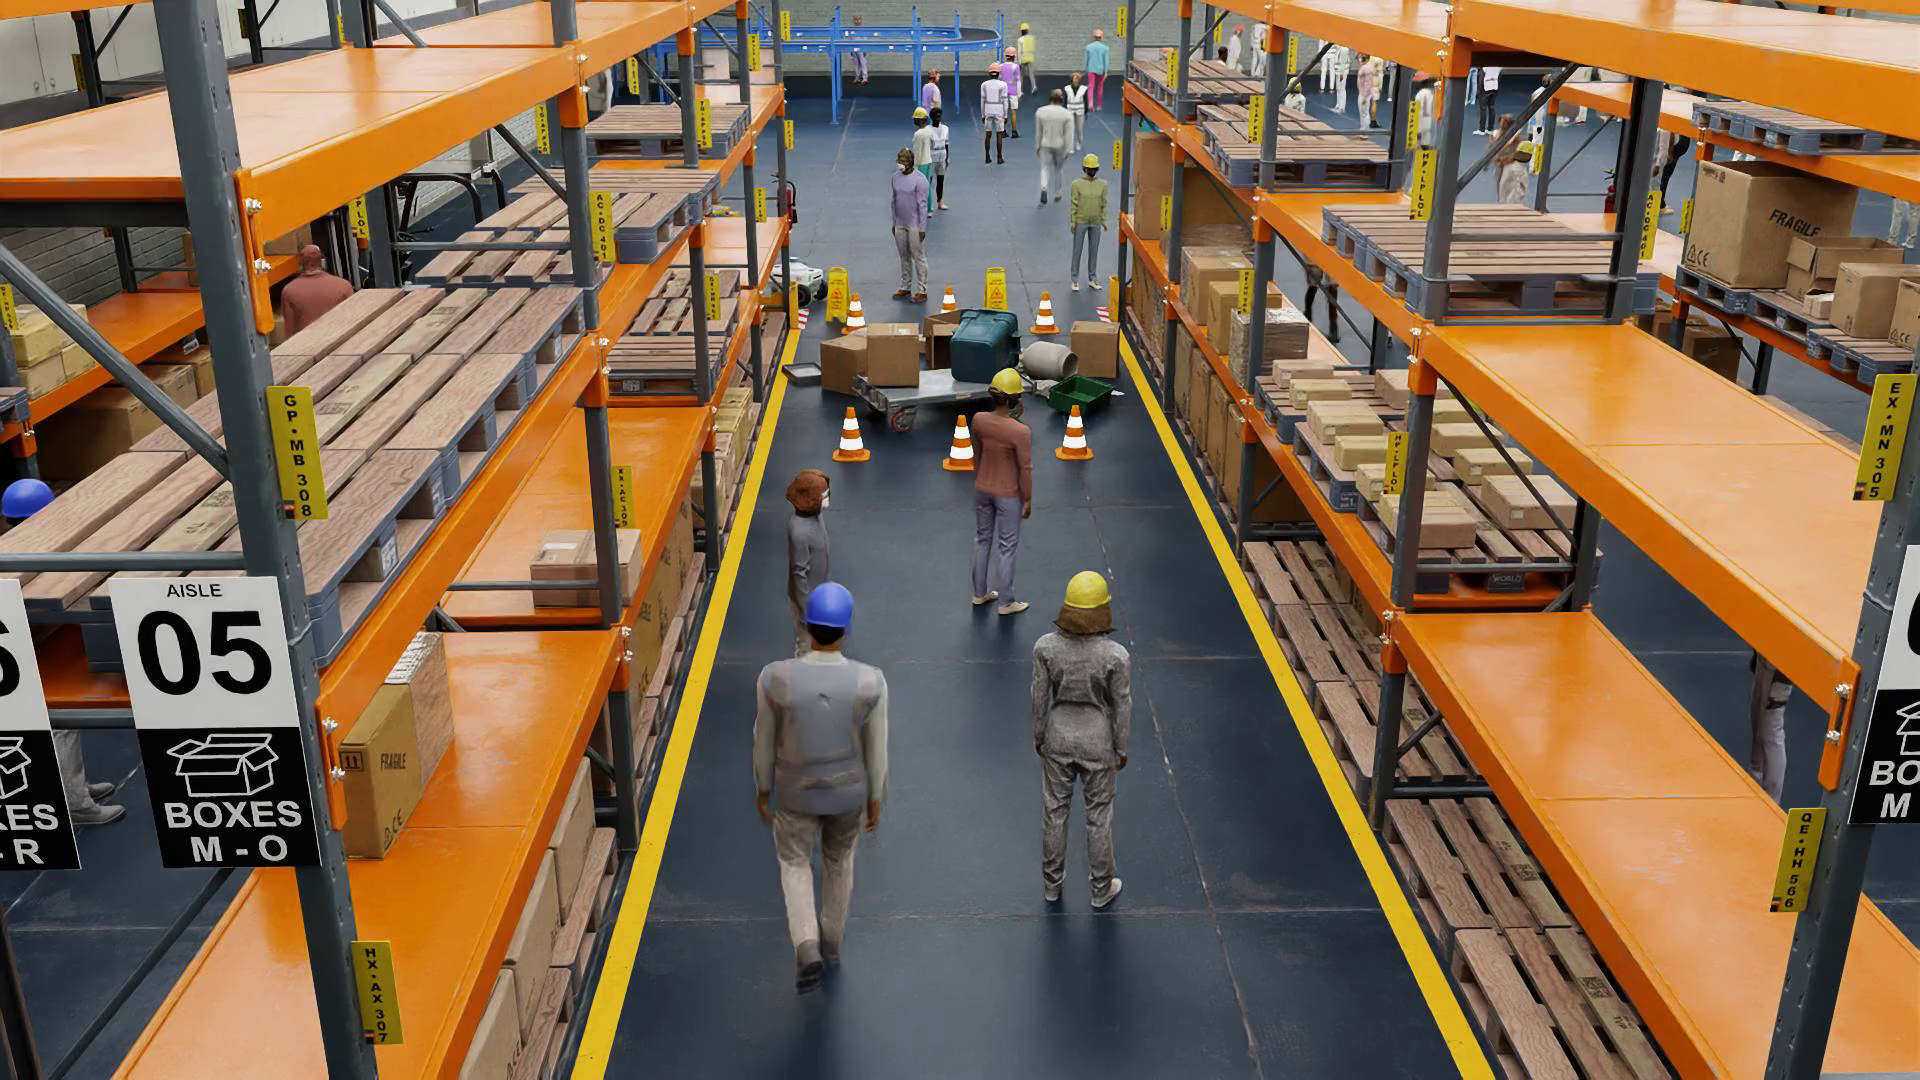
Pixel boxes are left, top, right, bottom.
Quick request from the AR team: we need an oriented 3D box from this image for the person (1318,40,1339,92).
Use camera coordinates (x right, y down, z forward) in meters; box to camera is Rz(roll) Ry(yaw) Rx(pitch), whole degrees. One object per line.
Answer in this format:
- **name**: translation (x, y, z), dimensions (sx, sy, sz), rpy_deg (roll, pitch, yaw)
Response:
- **person**: translation (10.104, -13.231, 45.544), dimensions (0.584, 1.882, 0.337), rpy_deg (4, 21, 10)

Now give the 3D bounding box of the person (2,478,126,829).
- **person**: translation (-4.840, 0.602, 8.890), dimensions (0.396, 1.946, 0.617), rpy_deg (-13, 24, -31)

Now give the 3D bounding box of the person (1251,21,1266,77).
- **person**: translation (8.783, -14.489, 48.923), dimensions (0.408, 1.871, 0.663), rpy_deg (-14, 25, -33)

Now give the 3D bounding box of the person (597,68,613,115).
- **person**: translation (-7.885, -9.904, 36.797), dimensions (0.371, 1.851, 0.567), rpy_deg (-16, 26, -37)

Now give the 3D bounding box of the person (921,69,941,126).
- **person**: translation (-0.553, -8.186, 32.258), dimensions (0.391, 1.848, 0.563), rpy_deg (-10, 23, -25)

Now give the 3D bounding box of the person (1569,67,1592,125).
- **person**: translation (14.479, -10.491, 38.664), dimensions (0.292, 1.625, 0.504), rpy_deg (18, 27, 40)

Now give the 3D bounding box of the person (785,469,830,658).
- **person**: translation (-0.896, 0.341, 10.033), dimensions (0.287, 1.623, 0.507), rpy_deg (2, 21, 6)

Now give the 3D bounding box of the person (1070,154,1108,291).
- **person**: translation (1.676, -4.135, 21.663), dimensions (0.522, 1.769, 0.318), rpy_deg (-6, 22, -16)

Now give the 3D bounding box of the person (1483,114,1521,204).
- **person**: translation (8.817, -6.101, 27.079), dimensions (0.571, 1.603, 0.757), rpy_deg (18, 27, 39)

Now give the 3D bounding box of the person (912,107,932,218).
- **person**: translation (-0.620, -6.024, 26.660), dimensions (0.309, 1.769, 0.523), rpy_deg (8, 22, 19)

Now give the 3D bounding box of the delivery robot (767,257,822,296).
- **delivery robot**: translation (-2.113, -3.348, 21.139), dimensions (0.707, 0.478, 0.477), rpy_deg (10, 23, 25)

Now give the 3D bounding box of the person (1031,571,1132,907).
- **person**: translation (0.596, 0.979, 8.183), dimensions (0.490, 1.741, 0.322), rpy_deg (7, 22, 17)

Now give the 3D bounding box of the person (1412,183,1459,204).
- **person**: translation (5.888, -3.909, 20.811), dimensions (0.605, 1.951, 0.381), rpy_deg (10, 23, 24)

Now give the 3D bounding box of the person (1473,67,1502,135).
- **person**: translation (11.716, -9.970, 36.881), dimensions (0.590, 1.916, 0.386), rpy_deg (-8, 22, -21)

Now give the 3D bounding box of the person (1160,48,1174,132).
- **person**: translation (4.438, -9.625, 35.855), dimensions (0.373, 1.997, 0.618), rpy_deg (13, 24, 31)

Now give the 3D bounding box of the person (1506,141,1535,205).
- **person**: translation (7.742, -4.652, 23.077), dimensions (0.311, 1.735, 0.484), rpy_deg (7, 22, 19)

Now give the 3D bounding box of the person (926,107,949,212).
- **person**: translation (-0.407, -6.280, 27.444), dimensions (0.532, 1.690, 0.322), rpy_deg (-14, 25, -32)

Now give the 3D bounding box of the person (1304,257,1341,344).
- **person**: translation (4.221, -3.287, 19.270), dimensions (0.541, 1.889, 0.983), rpy_deg (-1, 21, -3)

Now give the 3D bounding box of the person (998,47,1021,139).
- **person**: translation (1.092, -9.748, 36.263), dimensions (0.543, 1.938, 0.357), rpy_deg (11, 23, 26)

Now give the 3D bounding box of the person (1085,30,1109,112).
- **person**: translation (3.372, -11.613, 41.180), dimensions (0.598, 1.957, 0.918), rpy_deg (3, 21, 9)

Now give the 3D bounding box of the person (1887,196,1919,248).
- **person**: translation (13.936, -5.167, 24.439), dimensions (0.486, 1.738, 0.320), rpy_deg (1, 21, 3)

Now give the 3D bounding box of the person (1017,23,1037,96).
- **person**: translation (1.790, -12.900, 44.661), dimensions (0.575, 1.893, 0.835), rpy_deg (-9, 23, -23)

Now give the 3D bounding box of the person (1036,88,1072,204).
- **person**: translation (1.568, -6.625, 28.042), dimensions (0.631, 1.918, 0.776), rpy_deg (4, 21, 10)

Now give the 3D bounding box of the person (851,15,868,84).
- **person**: translation (-2.914, -14.067, 47.740), dimensions (0.646, 1.901, 0.402), rpy_deg (19, 28, 40)

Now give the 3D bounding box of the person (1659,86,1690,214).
- **person**: translation (11.644, -6.385, 27.230), dimensions (0.539, 2.000, 0.689), rpy_deg (5, 21, 13)

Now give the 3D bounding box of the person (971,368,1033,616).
- **person**: translation (0.300, -0.339, 11.645), dimensions (0.519, 1.757, 0.338), rpy_deg (16, 26, 36)

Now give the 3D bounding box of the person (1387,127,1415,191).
- **person**: translation (6.711, -5.674, 25.570), dimensions (0.397, 1.900, 0.798), rpy_deg (-6, 21, -15)

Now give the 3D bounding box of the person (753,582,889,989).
- **person**: translation (-0.616, 1.141, 7.506), dimensions (0.613, 1.920, 0.639), rpy_deg (-3, 21, -8)

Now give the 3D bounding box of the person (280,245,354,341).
- **person**: translation (-5.850, -1.782, 15.320), dimensions (0.631, 1.864, 0.959), rpy_deg (-4, 21, -10)

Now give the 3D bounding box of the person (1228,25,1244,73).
- **person**: translation (7.692, -13.442, 46.309), dimensions (0.533, 1.729, 0.580), rpy_deg (8, 22, 21)

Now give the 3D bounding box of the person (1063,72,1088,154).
- **person**: translation (2.379, -8.785, 34.171), dimensions (0.522, 1.616, 0.740), rpy_deg (2, 21, 6)

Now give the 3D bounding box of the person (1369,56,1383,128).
- **person**: translation (9.470, -10.422, 38.043), dimensions (0.360, 1.939, 0.543), rpy_deg (-12, 24, -30)

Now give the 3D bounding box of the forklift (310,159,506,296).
- **forklift**: translation (-5.622, -2.910, 17.832), dimensions (2.313, 2.155, 1.214), rpy_deg (-1, 21, -1)

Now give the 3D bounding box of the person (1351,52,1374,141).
- **person**: translation (8.668, -9.528, 35.684), dimensions (0.378, 1.937, 0.628), rpy_deg (3, 21, 7)

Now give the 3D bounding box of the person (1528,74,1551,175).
- **person**: translation (10.974, -7.823, 31.320), dimensions (0.429, 1.838, 0.621), rpy_deg (11, 23, 27)

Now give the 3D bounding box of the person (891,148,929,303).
- **person**: translation (-0.636, -3.985, 21.049), dimensions (0.378, 1.931, 0.625), rpy_deg (-19, 28, -41)

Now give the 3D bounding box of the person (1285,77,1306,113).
- **person**: translation (6.331, -7.926, 31.720), dimensions (0.297, 1.744, 0.484), rpy_deg (-16, 26, -37)

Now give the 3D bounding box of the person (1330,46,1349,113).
- **person**: translation (9.344, -11.499, 40.897), dimensions (0.427, 1.938, 0.604), rpy_deg (0, 21, 0)

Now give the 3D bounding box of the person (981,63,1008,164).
- **person**: translation (0.678, -8.356, 32.601), dimensions (0.543, 1.929, 0.385), rpy_deg (7, 22, 17)
